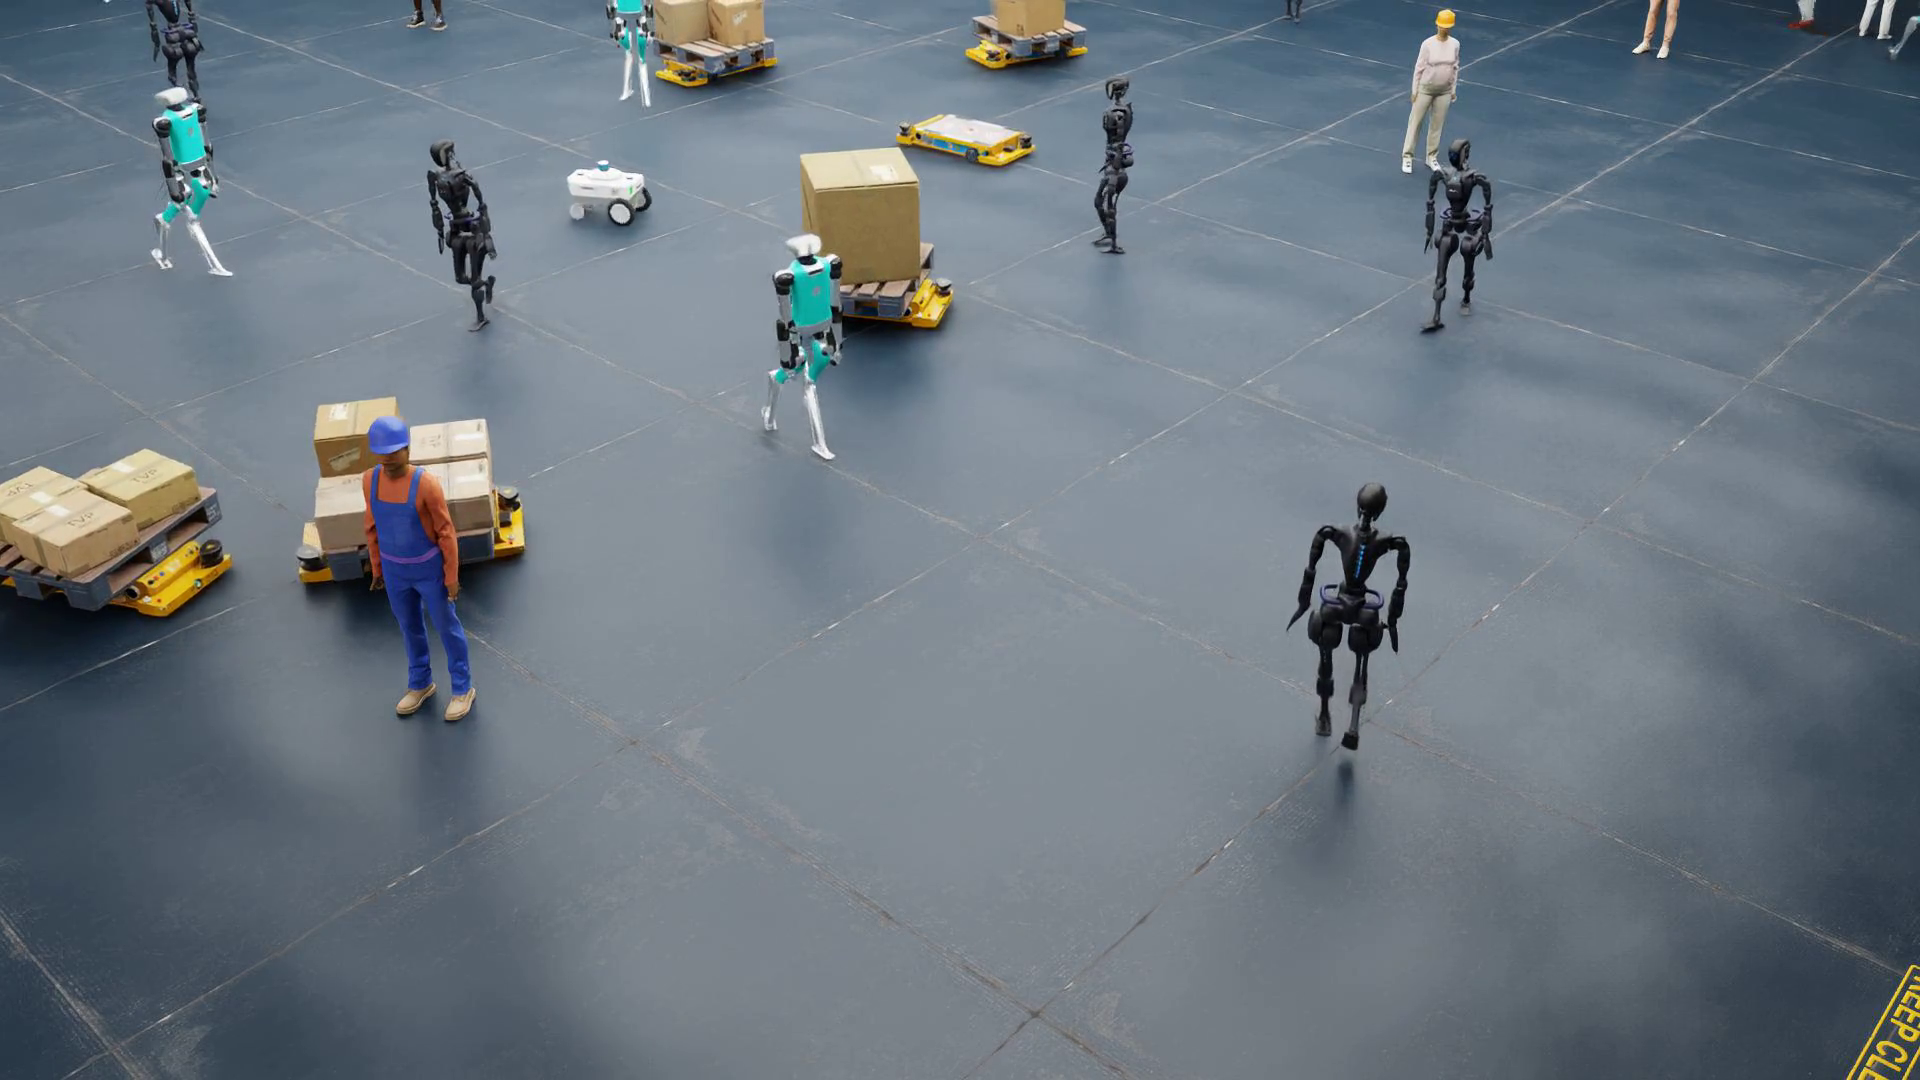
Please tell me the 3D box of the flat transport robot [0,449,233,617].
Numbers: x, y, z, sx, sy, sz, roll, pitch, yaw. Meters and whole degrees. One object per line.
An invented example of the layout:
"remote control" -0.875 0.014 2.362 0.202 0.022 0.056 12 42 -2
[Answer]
"flat transport robot" -5.598 0.149 10.914 1.431 0.231 0.659 10 33 15

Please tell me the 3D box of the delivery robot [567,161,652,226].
"delivery robot" -3.455 -3.426 16.419 0.790 0.614 0.499 7 33 11

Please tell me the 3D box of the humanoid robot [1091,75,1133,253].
"humanoid robot" 1.423 -3.461 15.397 0.333 1.654 0.612 -1 32 -2

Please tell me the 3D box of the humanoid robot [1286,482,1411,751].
"humanoid robot" 2.113 0.447 9.115 0.615 1.642 0.526 6 32 9

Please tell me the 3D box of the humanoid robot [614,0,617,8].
"humanoid robot" -4.883 -8.349 23.169 0.712 1.751 0.531 12 34 19

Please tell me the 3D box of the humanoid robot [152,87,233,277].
"humanoid robot" -7.113 -3.214 14.961 0.936 1.786 0.543 13 34 20

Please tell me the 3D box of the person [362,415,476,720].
"person" -3.064 0.159 9.340 0.530 1.911 0.353 7 32 10

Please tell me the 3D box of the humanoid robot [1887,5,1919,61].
"humanoid robot" 12.159 -6.792 20.719 0.943 1.768 0.539 23 38 32

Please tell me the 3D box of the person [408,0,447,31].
"person" -7.258 -7.780 22.114 0.624 1.953 0.415 11 34 17

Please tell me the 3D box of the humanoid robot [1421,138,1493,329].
"humanoid robot" 4.235 -2.602 14.070 0.636 1.618 0.791 22 38 31

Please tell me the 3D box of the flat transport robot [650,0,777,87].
"flat transport robot" -3.037 -5.931 20.704 0.659 0.231 1.431 27 41 36

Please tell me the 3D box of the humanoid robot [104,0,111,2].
"humanoid robot" -12.168 -8.473 23.429 0.532 1.821 0.681 -22 38 -31

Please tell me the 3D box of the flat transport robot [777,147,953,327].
"flat transport robot" -0.831 -2.126 14.578 1.431 0.231 0.659 7 33 11

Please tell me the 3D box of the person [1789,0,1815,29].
"person" 11.377 -7.741 22.169 0.463 1.800 0.541 12 34 19

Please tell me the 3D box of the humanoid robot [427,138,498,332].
"humanoid robot" -4.125 -2.625 14.060 0.609 1.638 0.577 13 34 20

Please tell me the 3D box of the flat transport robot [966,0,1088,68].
"flat transport robot" 0.854 -6.305 21.306 1.431 0.231 0.659 -16 35 -24

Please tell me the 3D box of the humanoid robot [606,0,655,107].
"humanoid robot" -3.809 -5.938 19.325 0.530 1.786 0.750 -5 32 -8

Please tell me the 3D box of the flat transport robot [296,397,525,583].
"flat transport robot" -3.679 -0.021 11.187 1.431 0.231 0.659 -8 33 -13

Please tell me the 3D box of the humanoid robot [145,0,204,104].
"humanoid robot" -8.917 -5.704 19.001 0.418 1.642 0.599 22 38 31

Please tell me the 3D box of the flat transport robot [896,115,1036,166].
"flat transport robot" 0.058 -4.398 18.236 1.431 0.231 0.659 21 38 30

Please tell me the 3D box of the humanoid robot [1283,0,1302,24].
"humanoid robot" 4.528 -7.849 22.466 0.610 1.639 0.557 12 34 18

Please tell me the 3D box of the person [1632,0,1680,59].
"person" 8.958 -7.051 20.992 0.516 1.869 0.360 26 40 35

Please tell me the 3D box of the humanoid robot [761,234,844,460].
"humanoid robot" -1.246 -1.472 12.160 0.555 1.793 0.926 -21 37 -30

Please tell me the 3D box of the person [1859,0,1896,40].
"person" 12.162 -7.394 21.758 0.308 1.641 0.514 -26 40 -35

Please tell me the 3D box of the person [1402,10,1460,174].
"person" 4.934 -4.669 17.318 0.470 1.695 0.327 -3 32 -5
